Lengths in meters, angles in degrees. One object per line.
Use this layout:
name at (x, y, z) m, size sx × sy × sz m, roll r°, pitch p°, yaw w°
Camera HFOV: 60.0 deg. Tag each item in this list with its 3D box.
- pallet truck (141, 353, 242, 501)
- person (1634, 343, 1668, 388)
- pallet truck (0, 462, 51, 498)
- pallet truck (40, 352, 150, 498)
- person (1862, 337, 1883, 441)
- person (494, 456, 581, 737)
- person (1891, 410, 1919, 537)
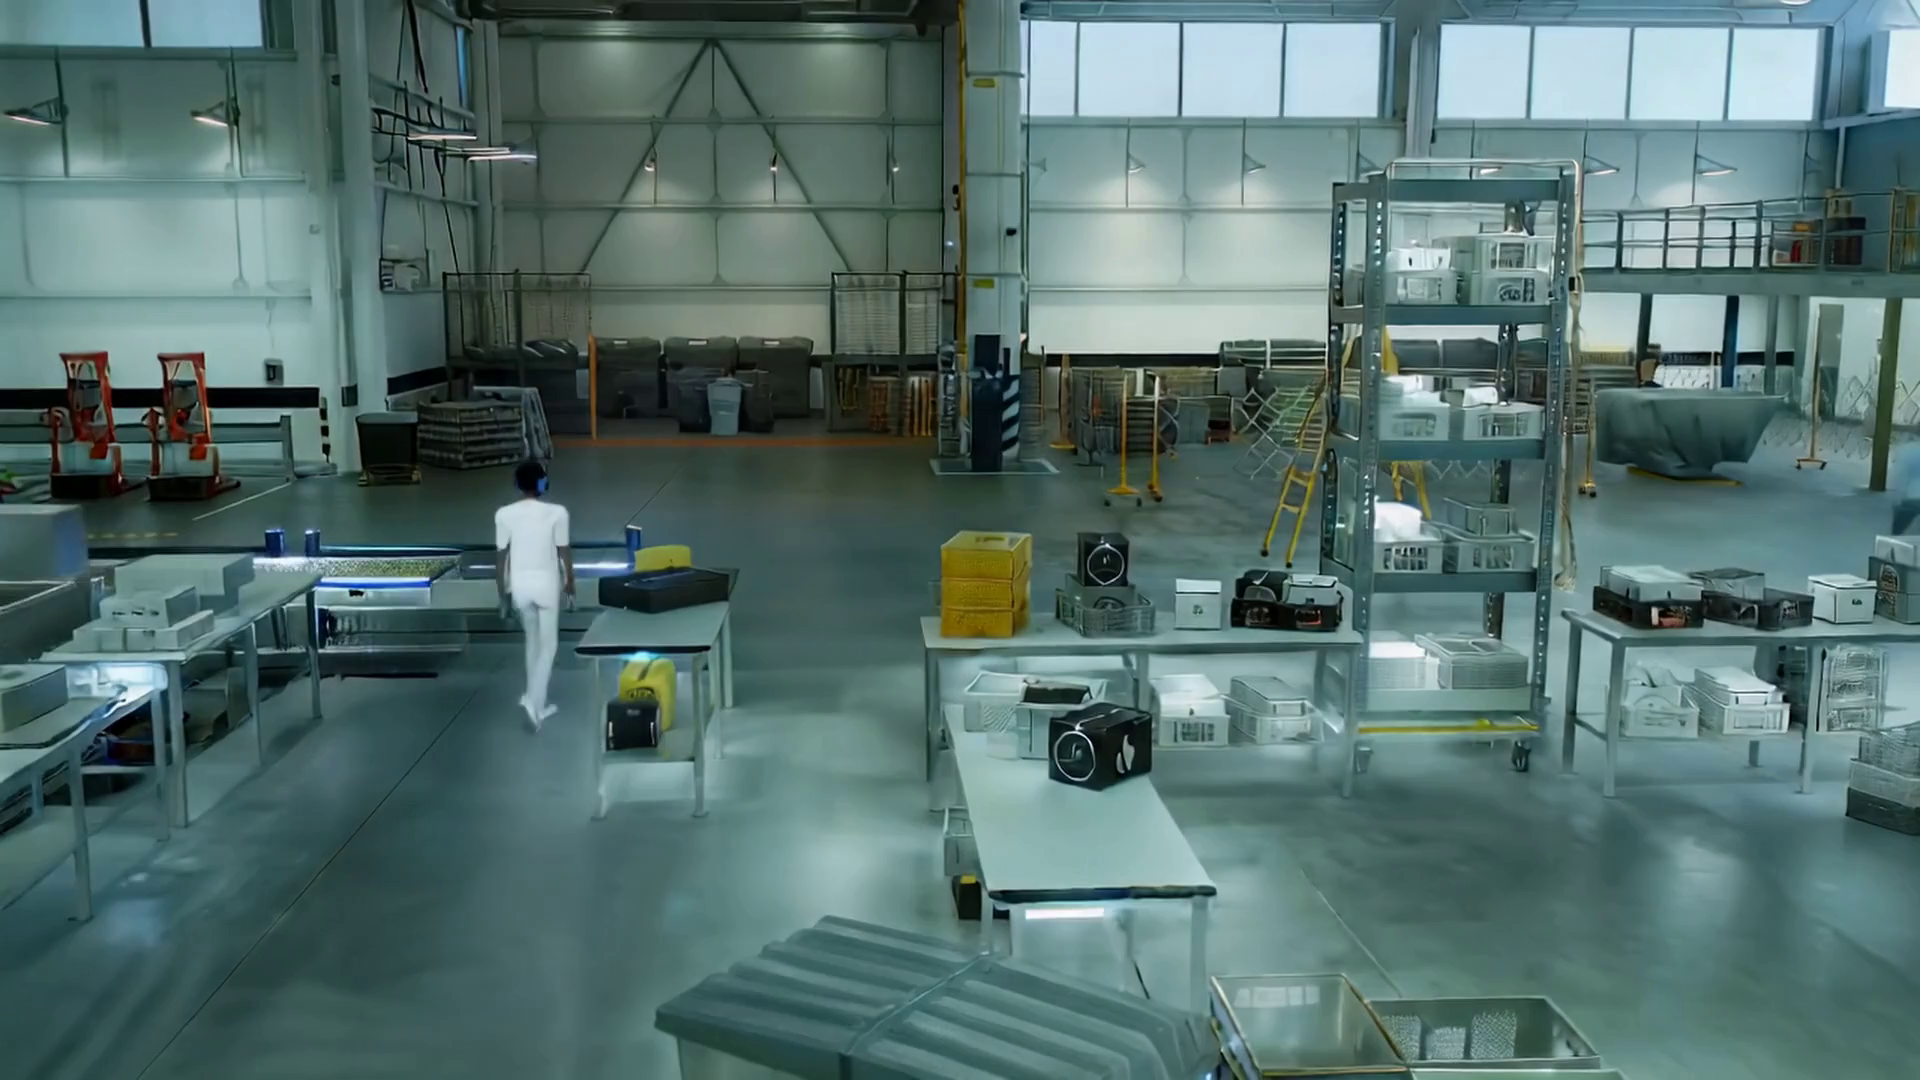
pallet truck at (-10.520, -1.604, 22.925) m, size 0.823 × 1.965 × 1.885 m, roll -1°, pitch 9°, yaw -6°
person at (11.782, -2.414, 28.366) m, size 0.342 × 1.882 × 0.579 m, roll -7°, pitch 11°, yaw -38°
pallet truck at (-13.193, -1.293, 23.148) m, size 0.653 × 1.274 × 1.630 m, roll -1°, pitch 9°, yaw -4°
pallet truck at (-11.907, -1.642, 23.165) m, size 0.823 × 1.965 × 1.885 m, roll 0°, pitch 9°, yaw 0°
person at (16.881, -2.774, 30.523) m, size 0.623 × 1.918 × 0.408 m, roll -9°, pitch 13°, yaw -44°
person at (-2.823, 0.370, 11.055) m, size 0.524 × 1.839 × 0.835 m, roll 0°, pitch 9°, yaw 2°
person at (9.323, -0.403, 16.151) m, size 0.525 × 1.756 × 0.398 m, roll 2°, pitch 9°, yaw 11°
